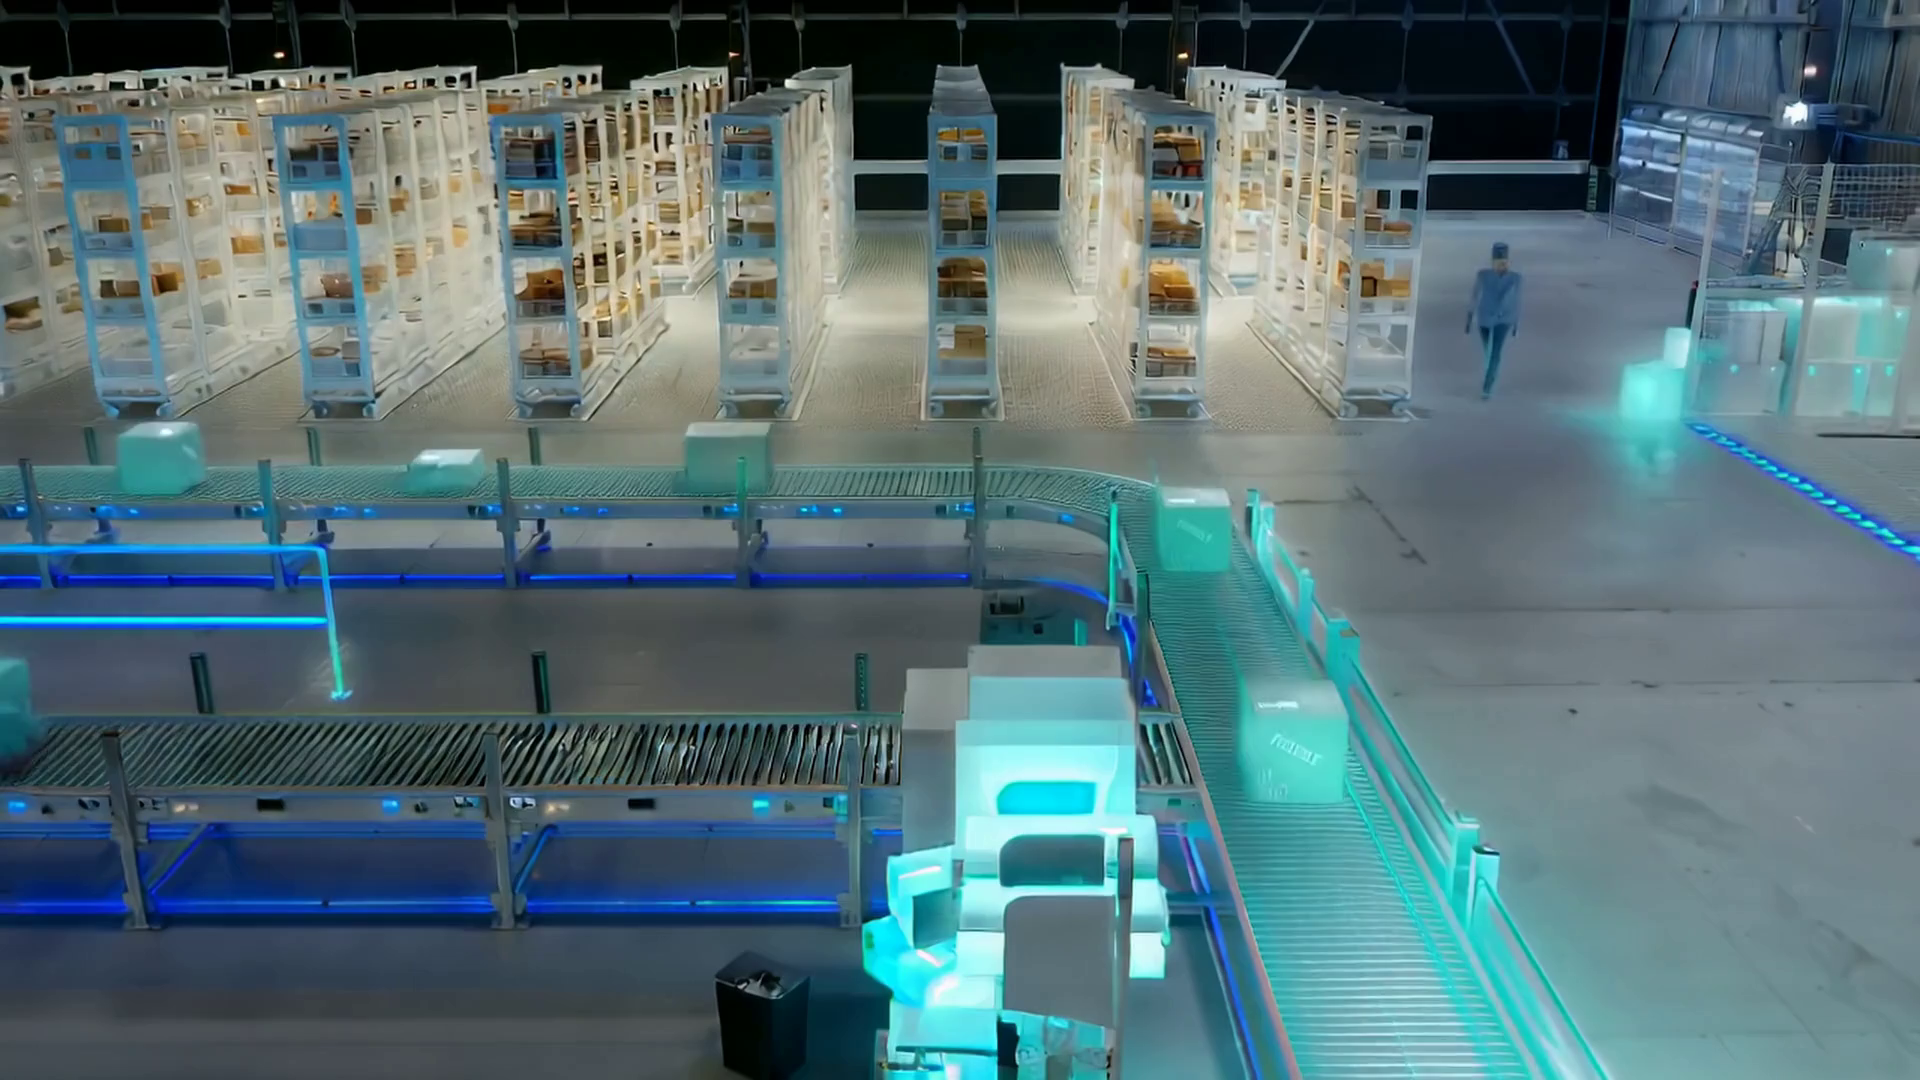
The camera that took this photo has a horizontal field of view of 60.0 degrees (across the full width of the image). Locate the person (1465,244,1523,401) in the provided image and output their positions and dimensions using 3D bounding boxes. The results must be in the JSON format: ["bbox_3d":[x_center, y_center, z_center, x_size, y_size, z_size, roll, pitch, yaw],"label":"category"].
[{"bbox_3d":[6.765,-2.794,21.123,0.630,1.941,1.053,11,21,29],"label":"person"}]

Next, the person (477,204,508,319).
[{"bbox_3d":[-7.500,-4.395,26.245,0.623,1.816,0.604,7,19,21],"label":"person"}]
